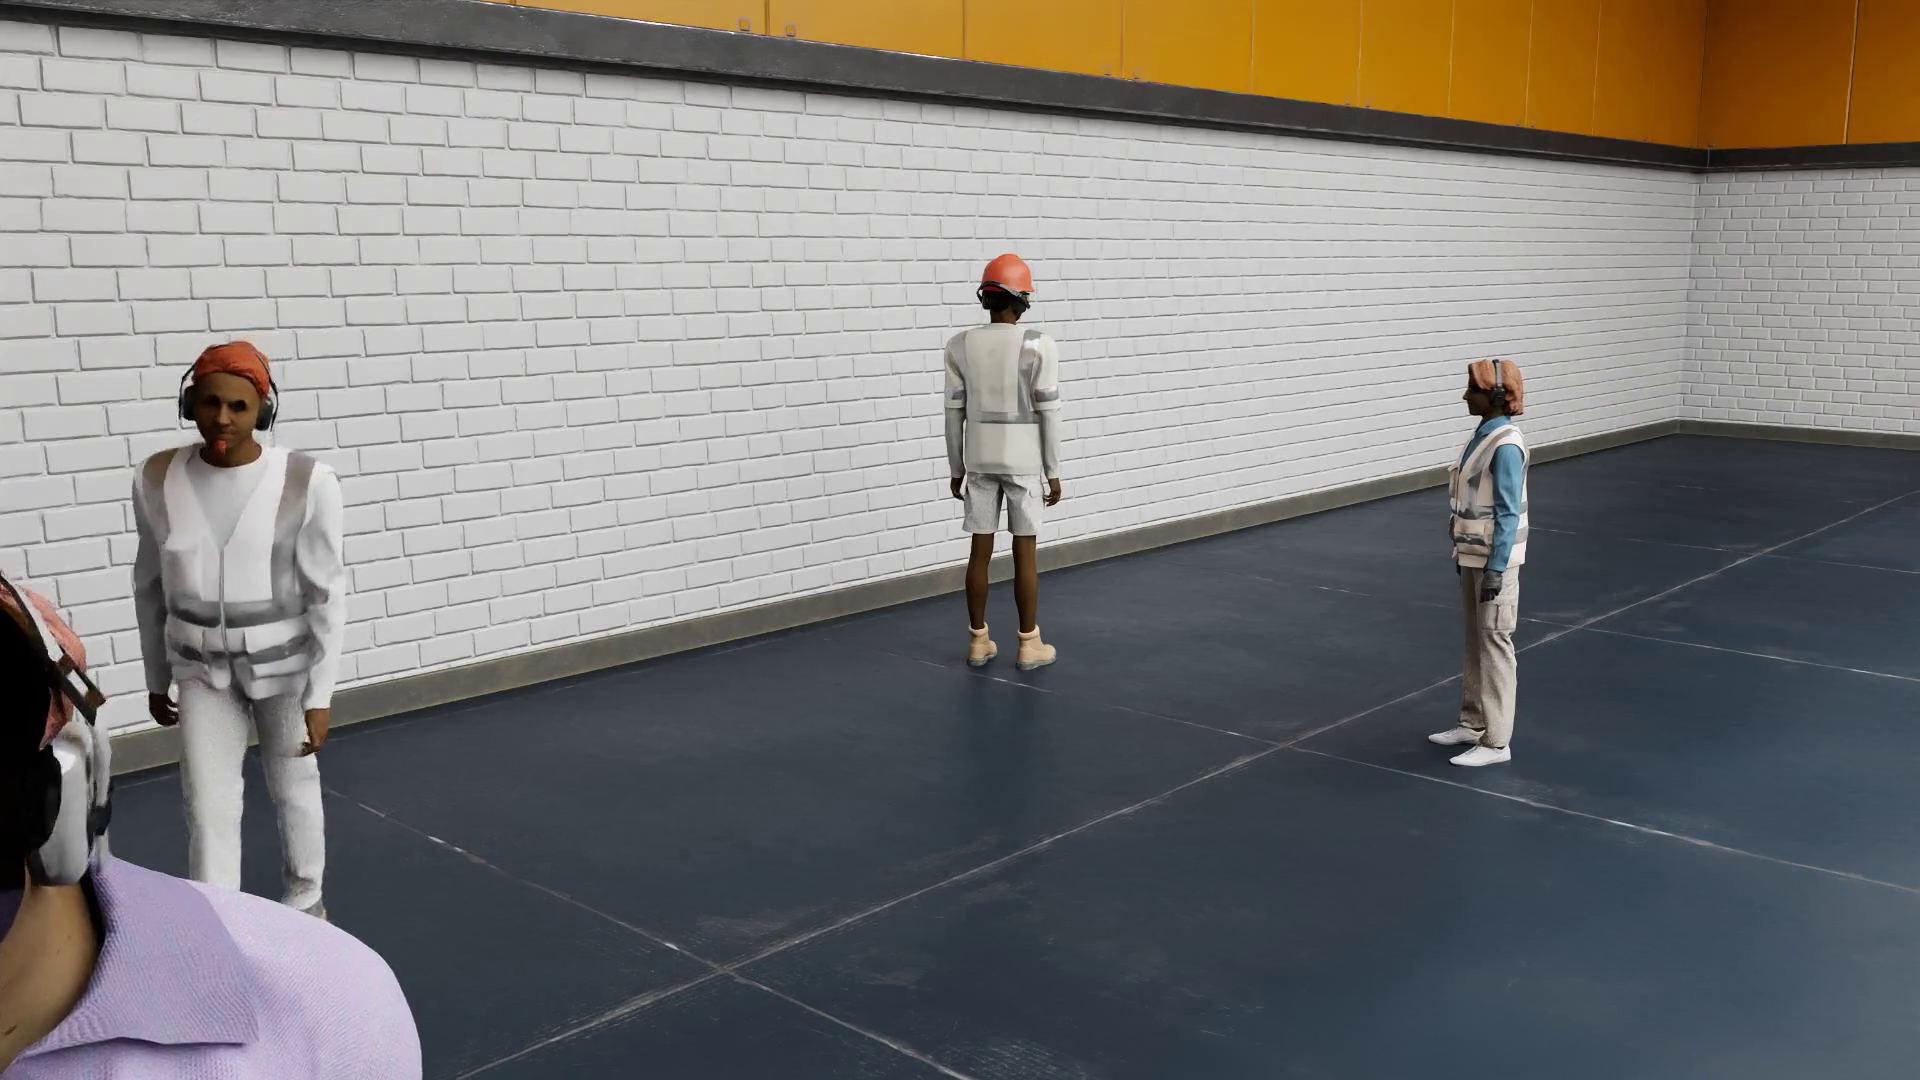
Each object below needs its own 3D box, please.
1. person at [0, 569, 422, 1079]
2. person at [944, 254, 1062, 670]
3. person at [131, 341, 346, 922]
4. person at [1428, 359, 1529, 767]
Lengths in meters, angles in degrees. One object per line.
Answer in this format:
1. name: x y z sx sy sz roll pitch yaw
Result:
1. person: -0.649 0.935 1.149 0.652 1.904 0.403 -6 12 -32
2. person: 0.222 -0.378 8.225 0.605 2.045 0.377 4 11 22
3. person: -1.960 0.375 4.558 0.589 1.832 0.929 -1 10 -6
4. person: 2.121 0.091 6.705 0.308 1.641 0.514 0 10 2
